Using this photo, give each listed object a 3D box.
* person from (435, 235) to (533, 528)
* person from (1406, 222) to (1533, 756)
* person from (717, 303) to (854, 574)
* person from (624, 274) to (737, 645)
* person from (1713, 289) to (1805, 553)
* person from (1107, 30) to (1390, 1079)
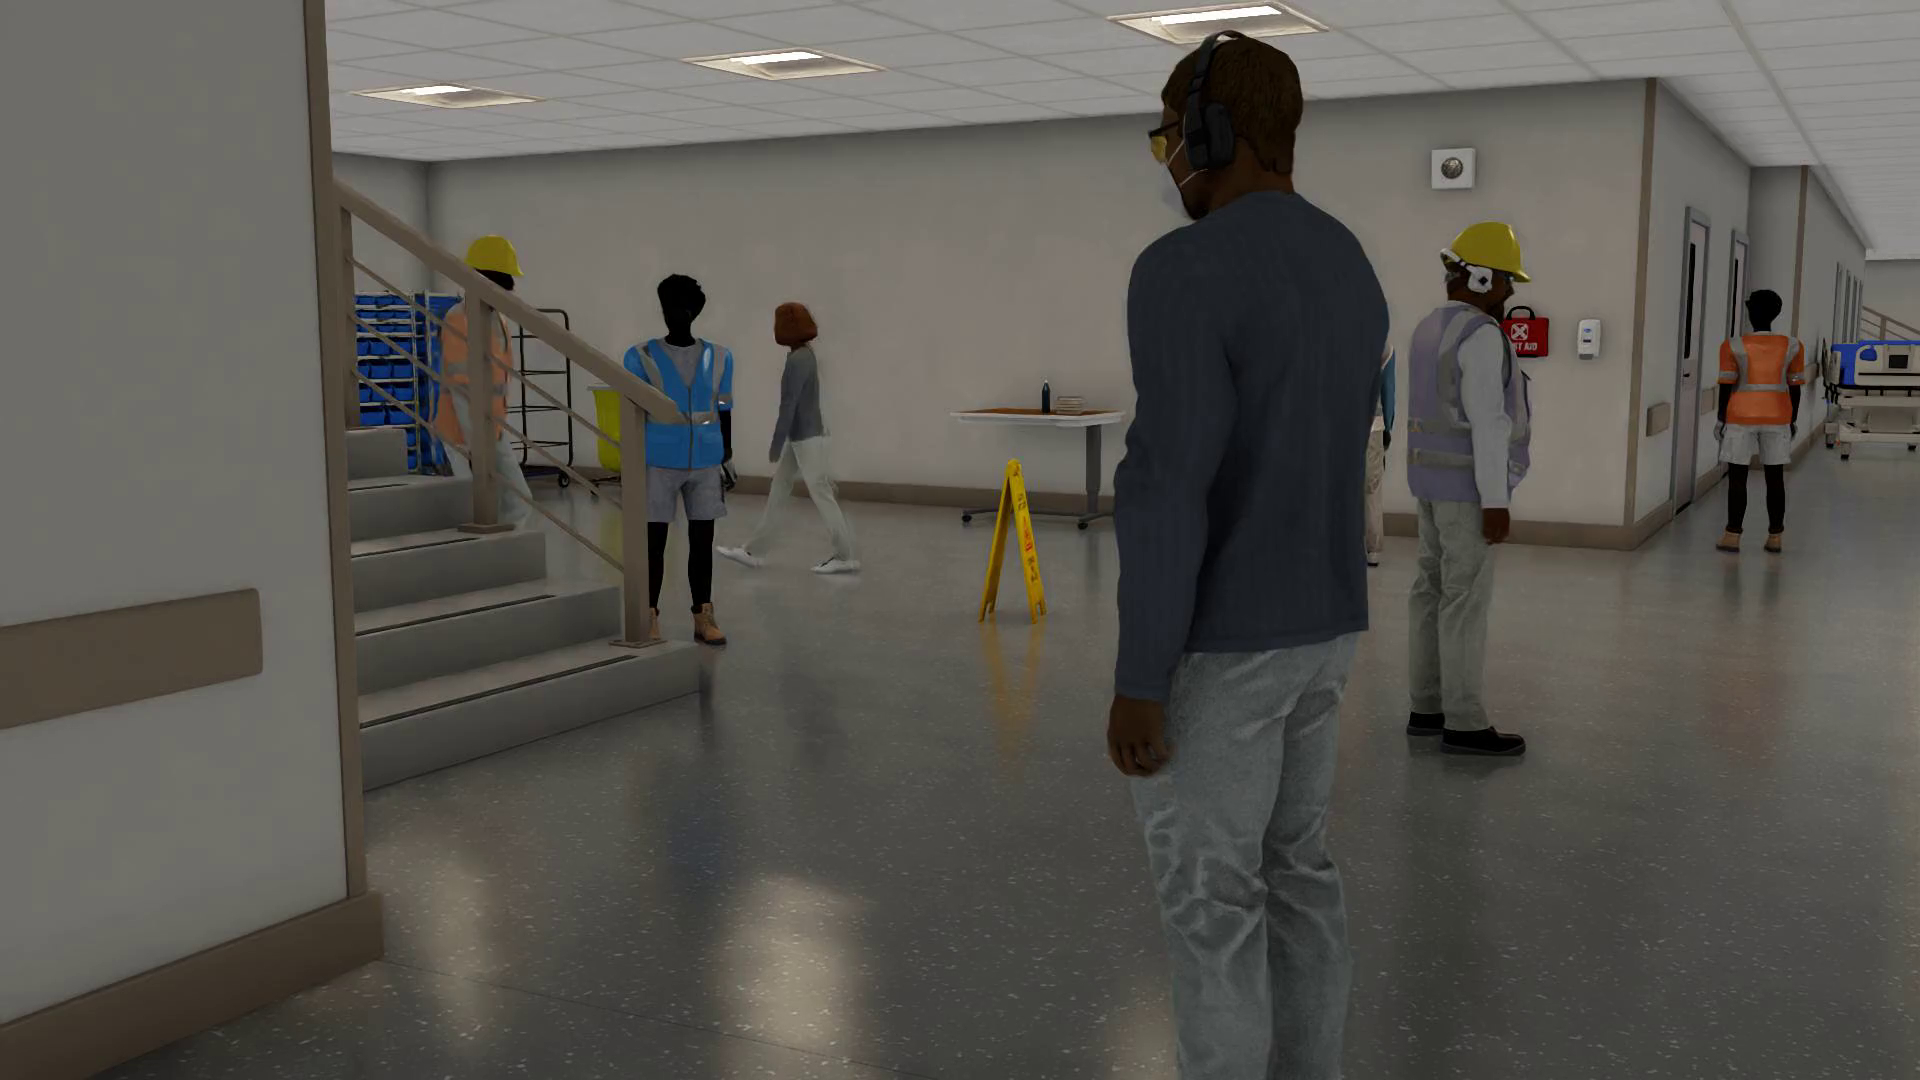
[{"bbox_3d":[-2.343,-0.531,8.178,0.503,1.899,0.661,1,7,4],"label":"person"},{"bbox_3d":[1.756,-0.177,5.758,0.404,1.822,0.587,-1,7,-7],"label":"person"},{"bbox_3d":[-1.014,-0.585,9.742,0.839,1.582,0.524,0,7,-1],"label":"person"},{"bbox_3d":[-1.265,-0.350,7.547,0.538,1.698,0.320,-4,8,-27],"label":"person"},{"bbox_3d":[5.131,-0.759,10.707,0.541,1.696,0.315,1,7,7],"label":"person"},{"bbox_3d":[0.452,0.173,2.665,0.384,1.930,0.634,6,10,39],"label":"person"}]
